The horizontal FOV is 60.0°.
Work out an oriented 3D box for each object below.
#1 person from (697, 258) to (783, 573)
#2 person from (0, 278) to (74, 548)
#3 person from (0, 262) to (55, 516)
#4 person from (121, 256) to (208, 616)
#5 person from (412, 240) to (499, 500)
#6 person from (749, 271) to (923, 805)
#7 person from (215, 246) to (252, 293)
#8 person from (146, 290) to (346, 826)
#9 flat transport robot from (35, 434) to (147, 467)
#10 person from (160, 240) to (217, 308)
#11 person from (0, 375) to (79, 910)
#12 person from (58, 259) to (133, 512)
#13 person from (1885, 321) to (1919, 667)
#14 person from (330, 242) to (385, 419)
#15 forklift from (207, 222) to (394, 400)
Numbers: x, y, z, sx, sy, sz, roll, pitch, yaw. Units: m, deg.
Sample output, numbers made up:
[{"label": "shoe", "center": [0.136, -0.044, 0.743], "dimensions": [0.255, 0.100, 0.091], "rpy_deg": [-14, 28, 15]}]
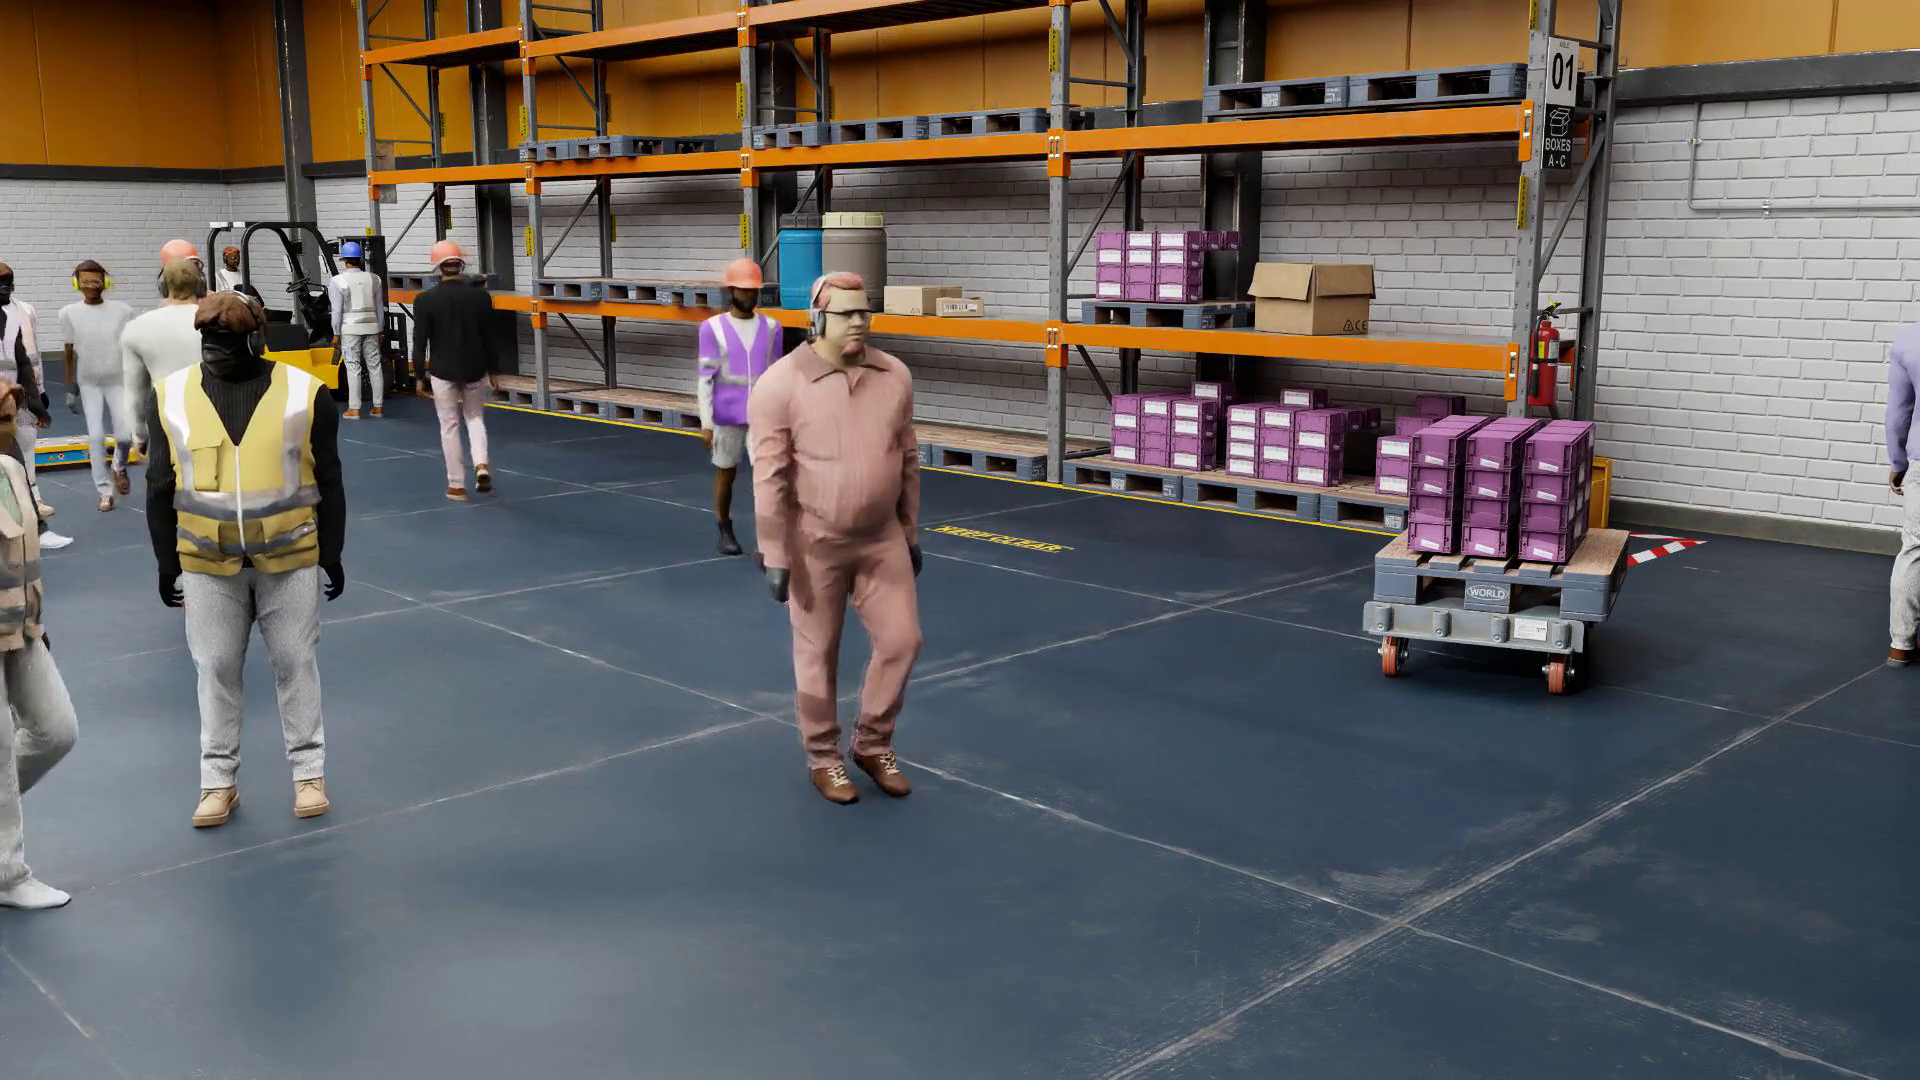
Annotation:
[{"label": "person", "center": [-1.341, -0.784, 10.251], "dimensions": [0.560, 1.890, 0.977], "rpy_deg": [-4, 11, -22]}, {"label": "person", "center": [-6.320, -0.873, 10.789], "dimensions": [1.016, 1.873, 0.590], "rpy_deg": [1, 10, 6]}, {"label": "person", "center": [-6.781, -1.054, 11.840], "dimensions": [0.429, 1.840, 0.636], "rpy_deg": [4, 11, 23]}, {"label": "person", "center": [-4.187, -0.587, 9.116], "dimensions": [0.672, 1.897, 0.933], "rpy_deg": [-4, 11, -19]}, {"label": "person", "center": [-3.835, -1.277, 12.659], "dimensions": [0.644, 1.982, 0.456], "rpy_deg": [-7, 12, -33]}, {"label": "person", "center": [-0.389, 0.013, 5.861], "dimensions": [0.672, 1.892, 0.509], "rpy_deg": [-6, 12, -28]}, {"label": "person", "center": [-9.493, -2.892, 21.778], "dimensions": [0.350, 1.878, 0.567], "rpy_deg": [6, 12, 30]}, {"label": "person", "center": [-2.442, 0.068, 5.727], "dimensions": [0.630, 1.839, 0.429], "rpy_deg": [-3, 11, -16]}, {"label": "flat transport robot", "center": [-7.964, -0.758, 14.507], "dimensions": [1.431, 0.197, 0.652], "rpy_deg": [-10, 14, -44]}, {"label": "person", "center": [-5.241, -1.049, 11.404], "dimensions": [0.392, 1.990, 0.612], "rpy_deg": [2, 11, 12]}, {"label": "person", "center": [-2.897, 0.314, 4.937], "dimensions": [0.403, 1.626, 0.546], "rpy_deg": [-1, 10, -3]}, {"label": "person", "center": [-6.362, -1.153, 12.356], "dimensions": [0.539, 1.850, 0.584], "rpy_deg": [-5, 12, -26]}, {"label": "person", "center": [4.584, -0.336, 7.654], "dimensions": [0.369, 1.939, 0.631], "rpy_deg": [-8, 13, -37]}, {"label": "person", "center": [-6.654, -2.310, 18.391], "dimensions": [0.604, 1.949, 0.388], "rpy_deg": [-10, 15, -44]}, {"label": "forklift", "center": [-8.169, -2.758, 20.163], "dimensions": [2.313, 2.155, 1.214], "rpy_deg": [-10, 14, -44]}]
